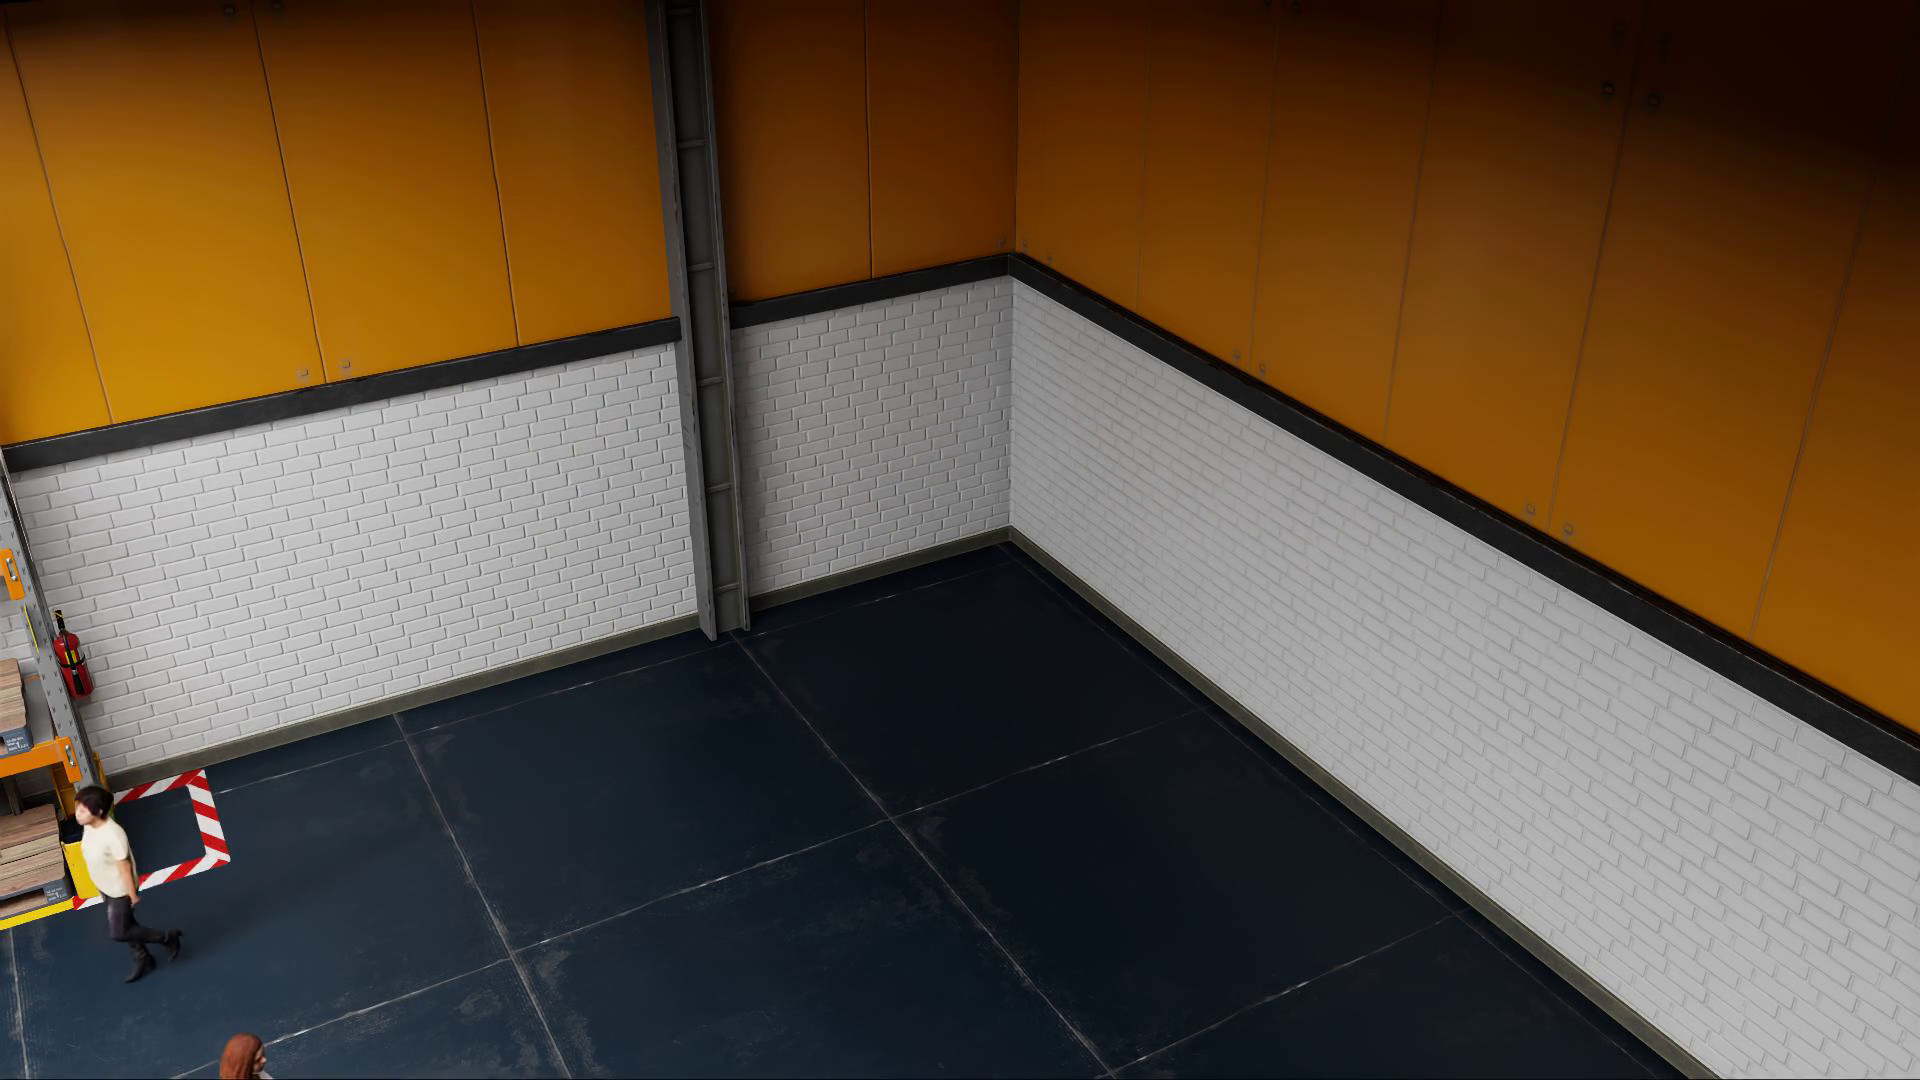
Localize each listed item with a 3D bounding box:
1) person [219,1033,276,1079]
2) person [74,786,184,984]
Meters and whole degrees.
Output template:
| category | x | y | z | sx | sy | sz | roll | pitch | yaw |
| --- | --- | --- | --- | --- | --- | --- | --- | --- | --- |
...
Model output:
| category | x | y | z | sx | sy | sz | roll | pitch | yaw |
| --- | --- | --- | --- | --- | --- | --- | --- | --- | --- |
| person | -3.744 | 3.335 | 8.967 | 0.571 | 1.716 | 0.623 | -8 | 30 | -15 |
| person | -5.541 | 2.267 | 11.070 | 0.693 | 1.578 | 0.761 | 23 | 36 | 36 |
